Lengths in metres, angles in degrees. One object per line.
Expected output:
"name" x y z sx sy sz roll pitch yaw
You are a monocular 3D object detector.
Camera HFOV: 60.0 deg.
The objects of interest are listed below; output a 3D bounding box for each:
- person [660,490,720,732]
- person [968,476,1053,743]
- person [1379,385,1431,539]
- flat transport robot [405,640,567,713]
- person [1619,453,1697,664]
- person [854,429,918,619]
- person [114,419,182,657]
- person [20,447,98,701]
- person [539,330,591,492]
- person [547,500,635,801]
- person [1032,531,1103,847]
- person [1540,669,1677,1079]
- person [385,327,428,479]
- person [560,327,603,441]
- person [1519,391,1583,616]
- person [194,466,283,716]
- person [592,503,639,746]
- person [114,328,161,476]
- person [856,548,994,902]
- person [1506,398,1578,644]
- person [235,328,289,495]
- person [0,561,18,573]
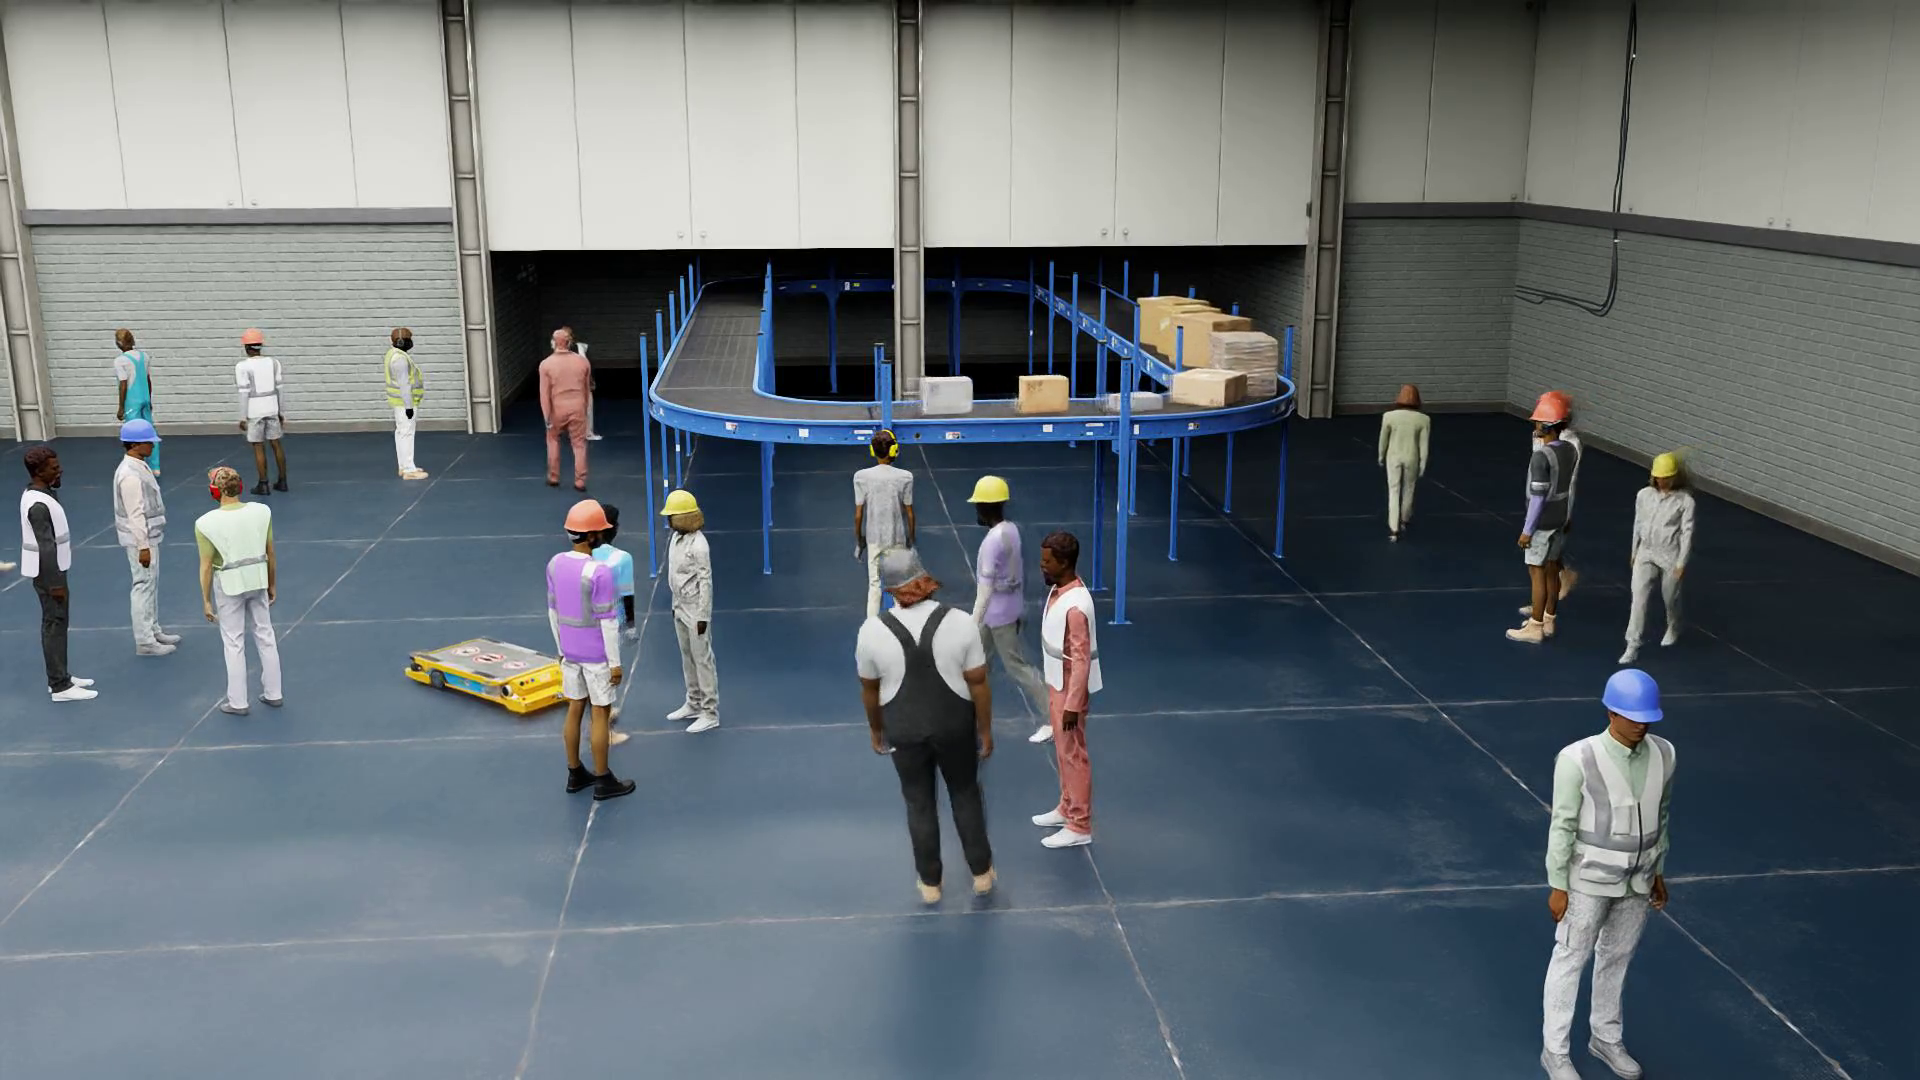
"person" -1.925 0.496 11.778 0.325 1.740 0.492 -9 17 -32
"person" 0.309 0.483 11.556 0.981 1.883 0.601 2 14 6
"person" 4.638 -0.831 17.399 0.501 1.590 0.858 3 14 11
"flat transport robot" -3.538 1.006 12.721 1.431 0.197 0.652 10 17 35
"person" 5.680 0.111 13.432 0.491 1.697 0.898 12 18 40
"person" -0.594 0.033 13.384 0.517 1.865 0.328 1 14 5
"person" -6.594 -0.022 13.462 0.411 1.939 0.601 -6 15 -21
"person" -6.777 0.250 12.402 0.388 1.919 0.594 -8 16 -29
"person" -4.679 -1.533 19.632 0.652 1.876 0.862 -8 16 -30
"person" -2.345 0.697 10.588 0.554 1.932 0.373 10 17 35
"person" 0.651 0.879 9.890 0.370 1.915 0.597 -1 14 -5
"person" 2.881 1.491 7.376 0.616 1.945 0.398 -4 15 -17
"person" -6.728 -1.664 20.215 0.429 1.842 0.636 -7 16 -26
"person" -5.112 -2.069 22.338 0.682 1.600 0.333 -12 18 -40
"person" 5.197 -0.320 14.508 0.623 2.007 0.661 -4 15 -17
"person" -5.217 0.377 12.070 0.389 1.837 0.562 11 18 38
"person" -2.465 0.577 11.597 0.549 1.675 0.556 10 17 33
"person" -9.980 -1.638 20.118 0.343 1.839 0.506 4 15 17
"person" -0.197 0.982 9.226 0.756 2.000 0.544 0 14 1
"person" 4.826 -0.158 13.783 0.371 2.044 0.608 13 19 42
"person" -8.132 -1.489 19.325 0.378 1.932 0.551 10 17 35
"person" -9.454 -0.407 15.566 0.858 1.649 0.536 -4 15 -17
